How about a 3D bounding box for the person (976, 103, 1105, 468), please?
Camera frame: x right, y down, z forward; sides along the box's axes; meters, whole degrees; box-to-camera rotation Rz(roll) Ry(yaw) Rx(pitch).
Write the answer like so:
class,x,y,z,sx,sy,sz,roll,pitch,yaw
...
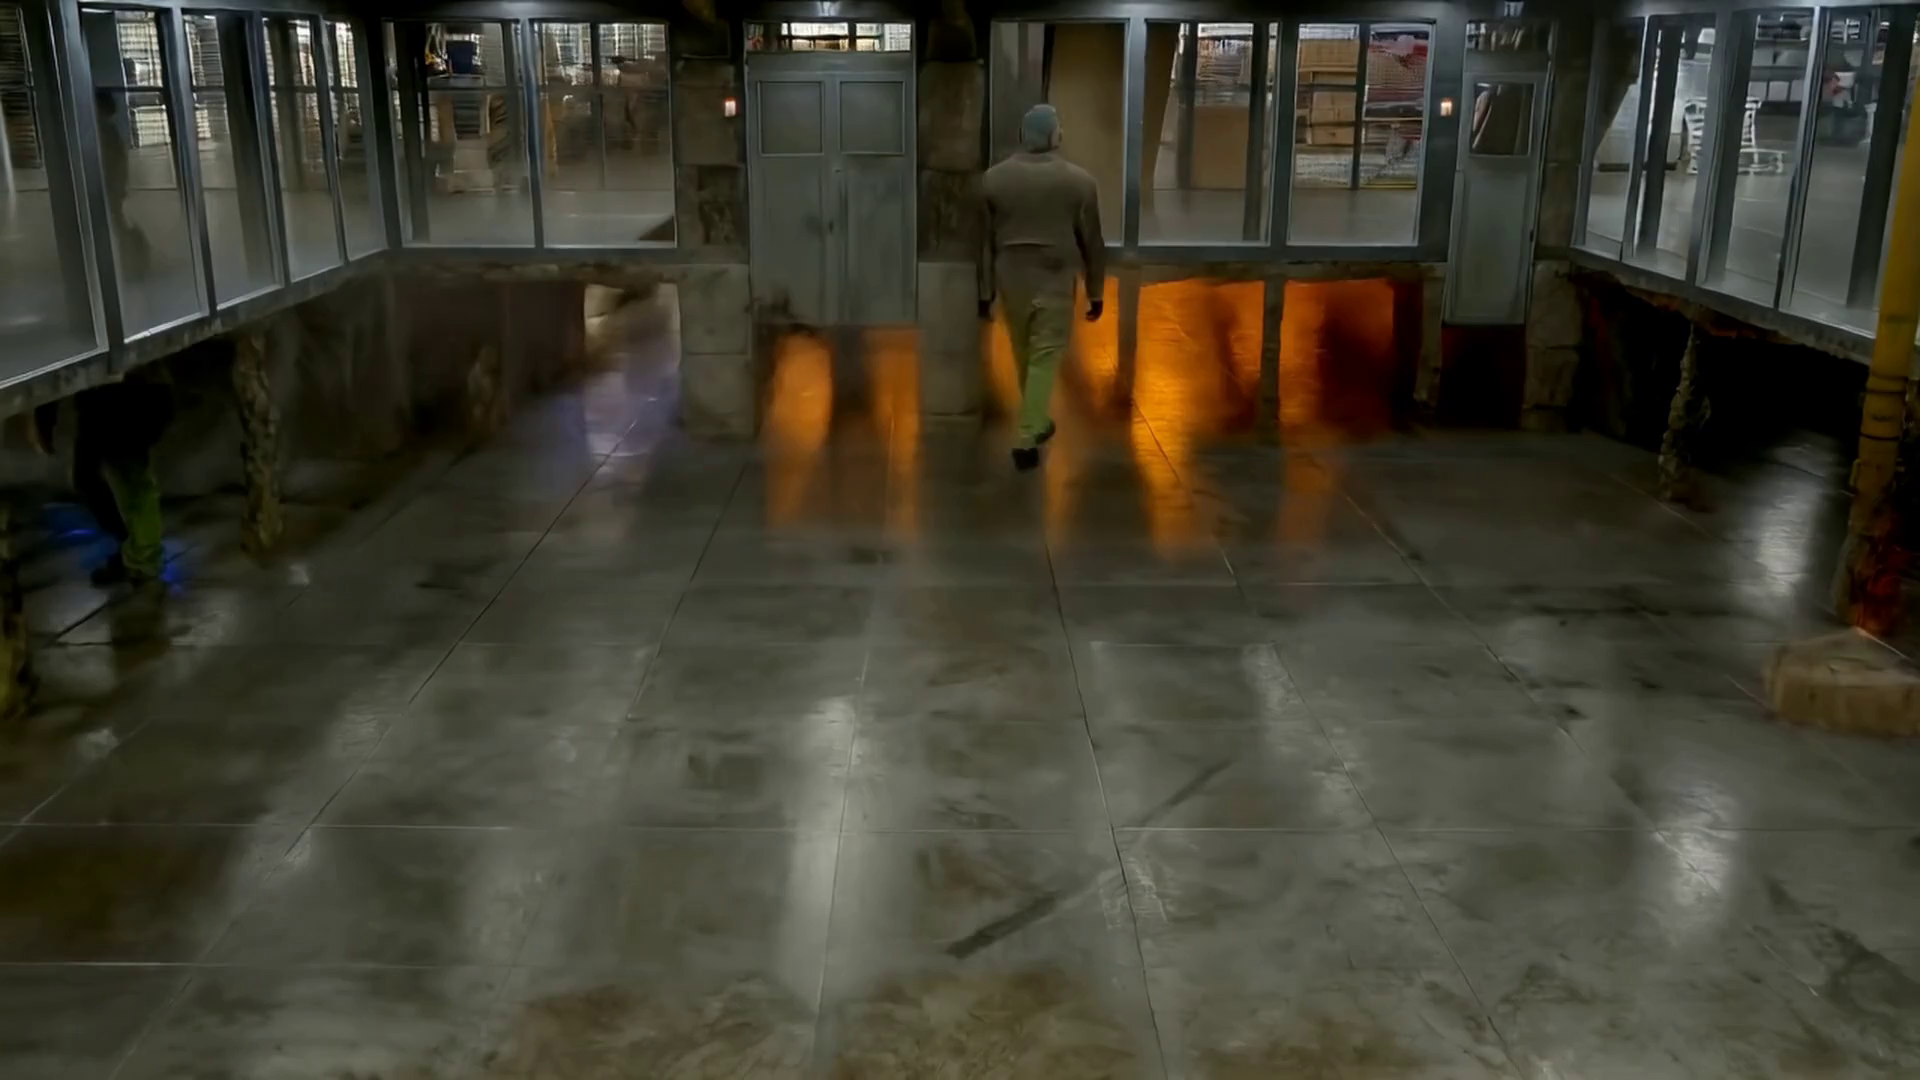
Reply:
class,x,y,z,sx,sy,sz,roll,pitch,yaw
person,0.417,-1.339,8.749,0.660,1.861,0.995,6,17,19
